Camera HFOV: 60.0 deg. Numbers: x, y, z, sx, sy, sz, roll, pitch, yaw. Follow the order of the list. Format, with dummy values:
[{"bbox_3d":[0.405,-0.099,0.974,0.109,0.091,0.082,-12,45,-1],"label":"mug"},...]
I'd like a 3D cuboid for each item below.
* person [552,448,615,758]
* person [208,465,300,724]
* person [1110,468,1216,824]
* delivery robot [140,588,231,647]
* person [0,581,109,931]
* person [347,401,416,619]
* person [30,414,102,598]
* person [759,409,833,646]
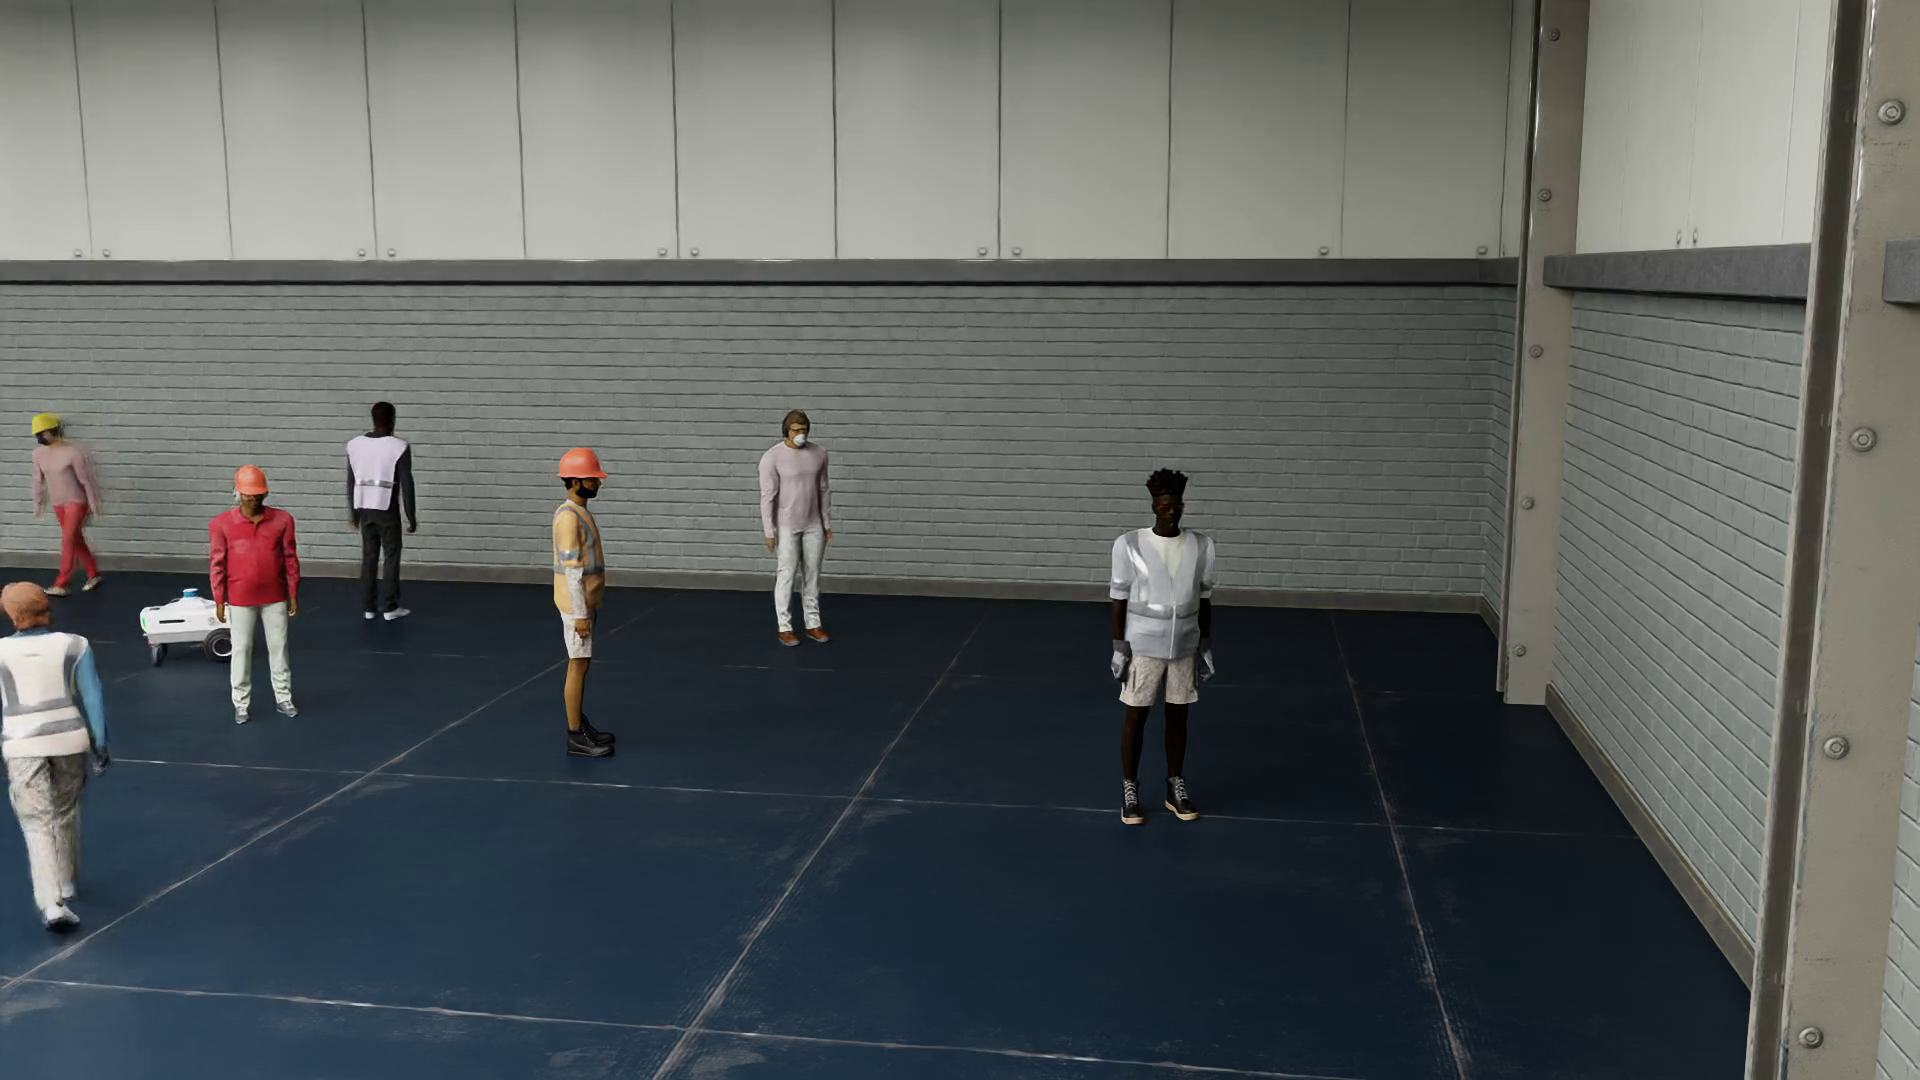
[{"bbox_3d":[-2.359,0.387,10.426,0.354,1.939,0.544,-2,9,-9],"label":"person"},{"bbox_3d":[-4.731,0.359,11.195,0.566,1.743,0.346,-6,11,-34],"label":"person"},{"bbox_3d":[1.117,0.578,9.154,0.603,1.967,0.366,-2,9,-12],"label":"person"},{"bbox_3d":[-5.975,0.622,12.944,0.707,0.478,0.477,-3,10,-17],"label":"delivery robot"},{"bbox_3d":[-4.244,0.991,7.740,0.515,1.599,0.775,-8,12,-39],"label":"person"},{"bbox_3d":[-5.039,-0.255,14.514,0.608,1.899,0.445,2,9,13],"label":"person"},{"bbox_3d":[-8.333,-0.322,15.481,0.549,1.715,0.909,2,10,15],"label":"person"},{"bbox_3d":[-1.323,-0.104,13.491,0.640,1.927,0.375,-7,12,-37],"label":"person"}]
